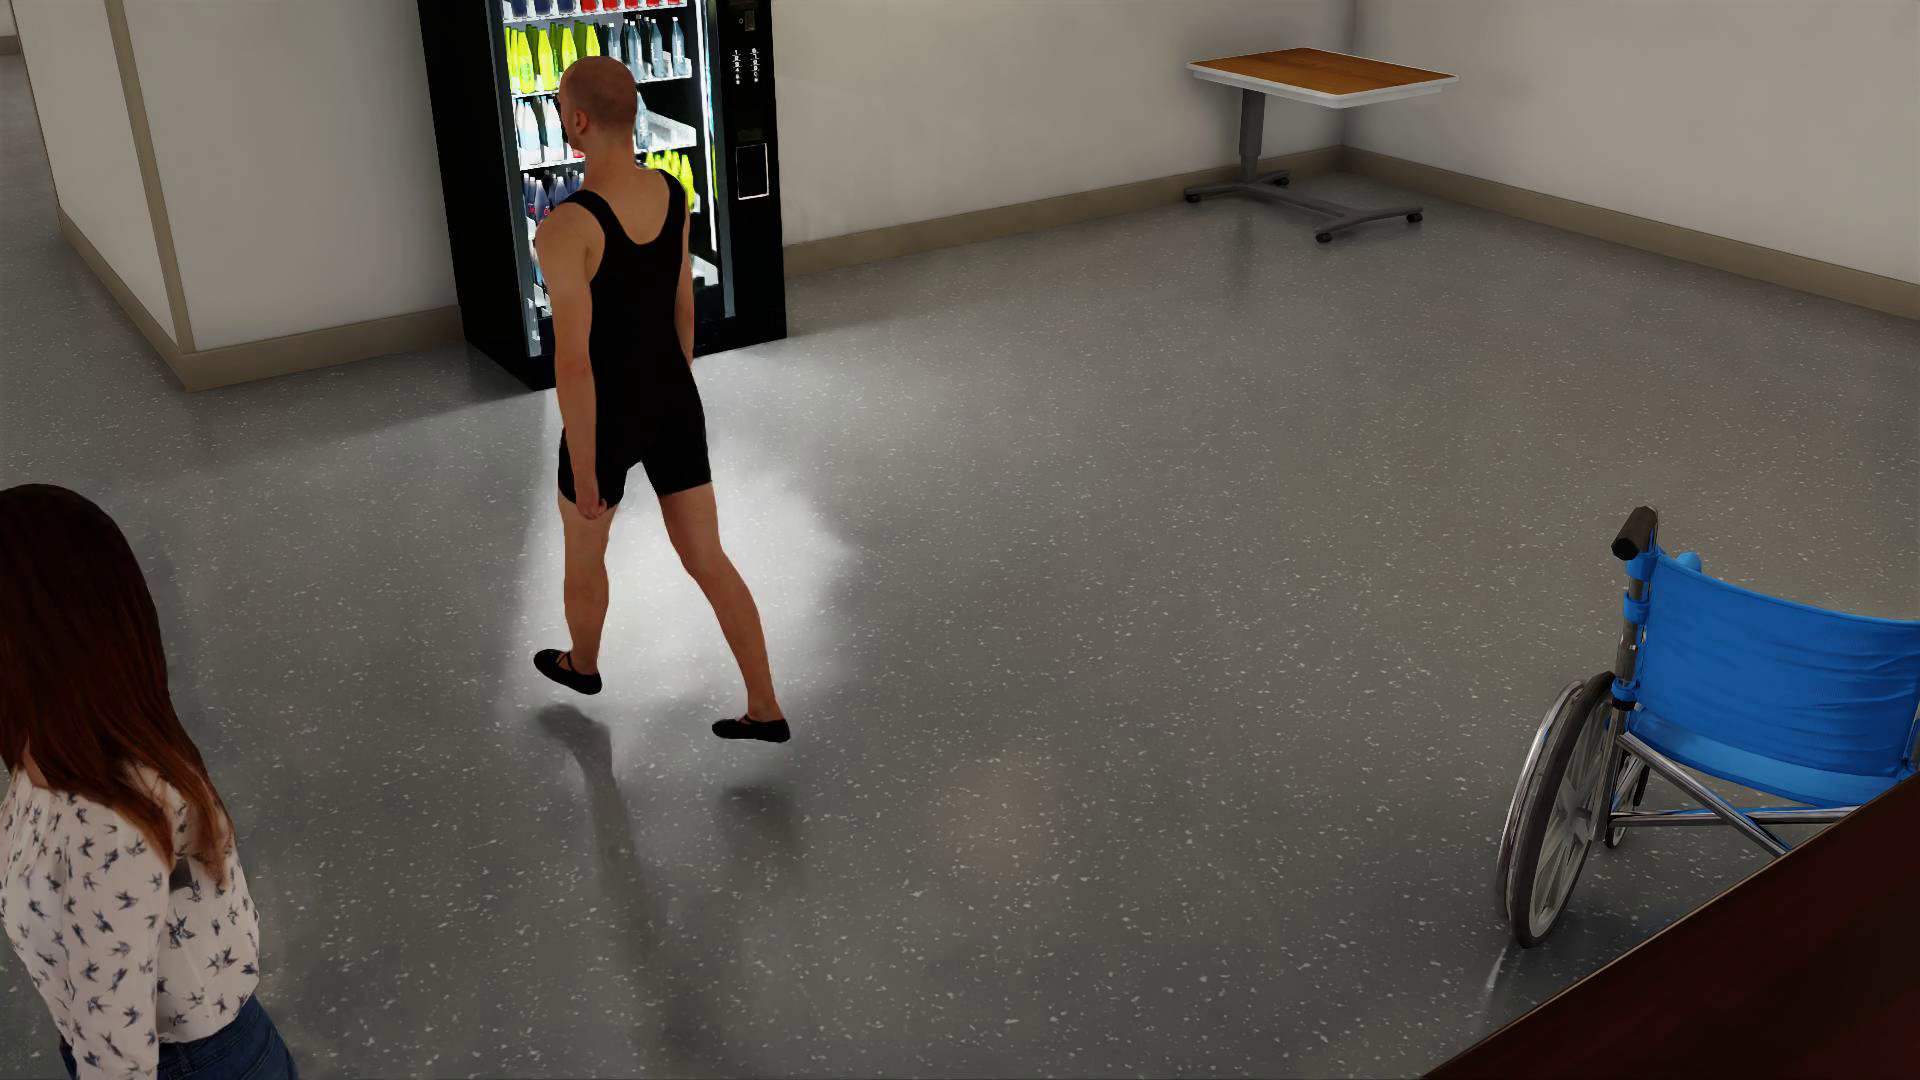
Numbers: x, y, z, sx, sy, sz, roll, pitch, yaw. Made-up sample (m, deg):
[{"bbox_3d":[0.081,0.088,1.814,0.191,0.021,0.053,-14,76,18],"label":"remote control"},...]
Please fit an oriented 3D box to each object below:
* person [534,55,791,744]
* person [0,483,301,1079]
[{"bbox_3d":[-0.741,-0.258,4.179,0.950,1.770,1.181,18,31,33],"label":"person"},{"bbox_3d":[-0.940,0.720,2.241,1.055,1.690,0.582,-18,31,-32],"label":"person"}]
